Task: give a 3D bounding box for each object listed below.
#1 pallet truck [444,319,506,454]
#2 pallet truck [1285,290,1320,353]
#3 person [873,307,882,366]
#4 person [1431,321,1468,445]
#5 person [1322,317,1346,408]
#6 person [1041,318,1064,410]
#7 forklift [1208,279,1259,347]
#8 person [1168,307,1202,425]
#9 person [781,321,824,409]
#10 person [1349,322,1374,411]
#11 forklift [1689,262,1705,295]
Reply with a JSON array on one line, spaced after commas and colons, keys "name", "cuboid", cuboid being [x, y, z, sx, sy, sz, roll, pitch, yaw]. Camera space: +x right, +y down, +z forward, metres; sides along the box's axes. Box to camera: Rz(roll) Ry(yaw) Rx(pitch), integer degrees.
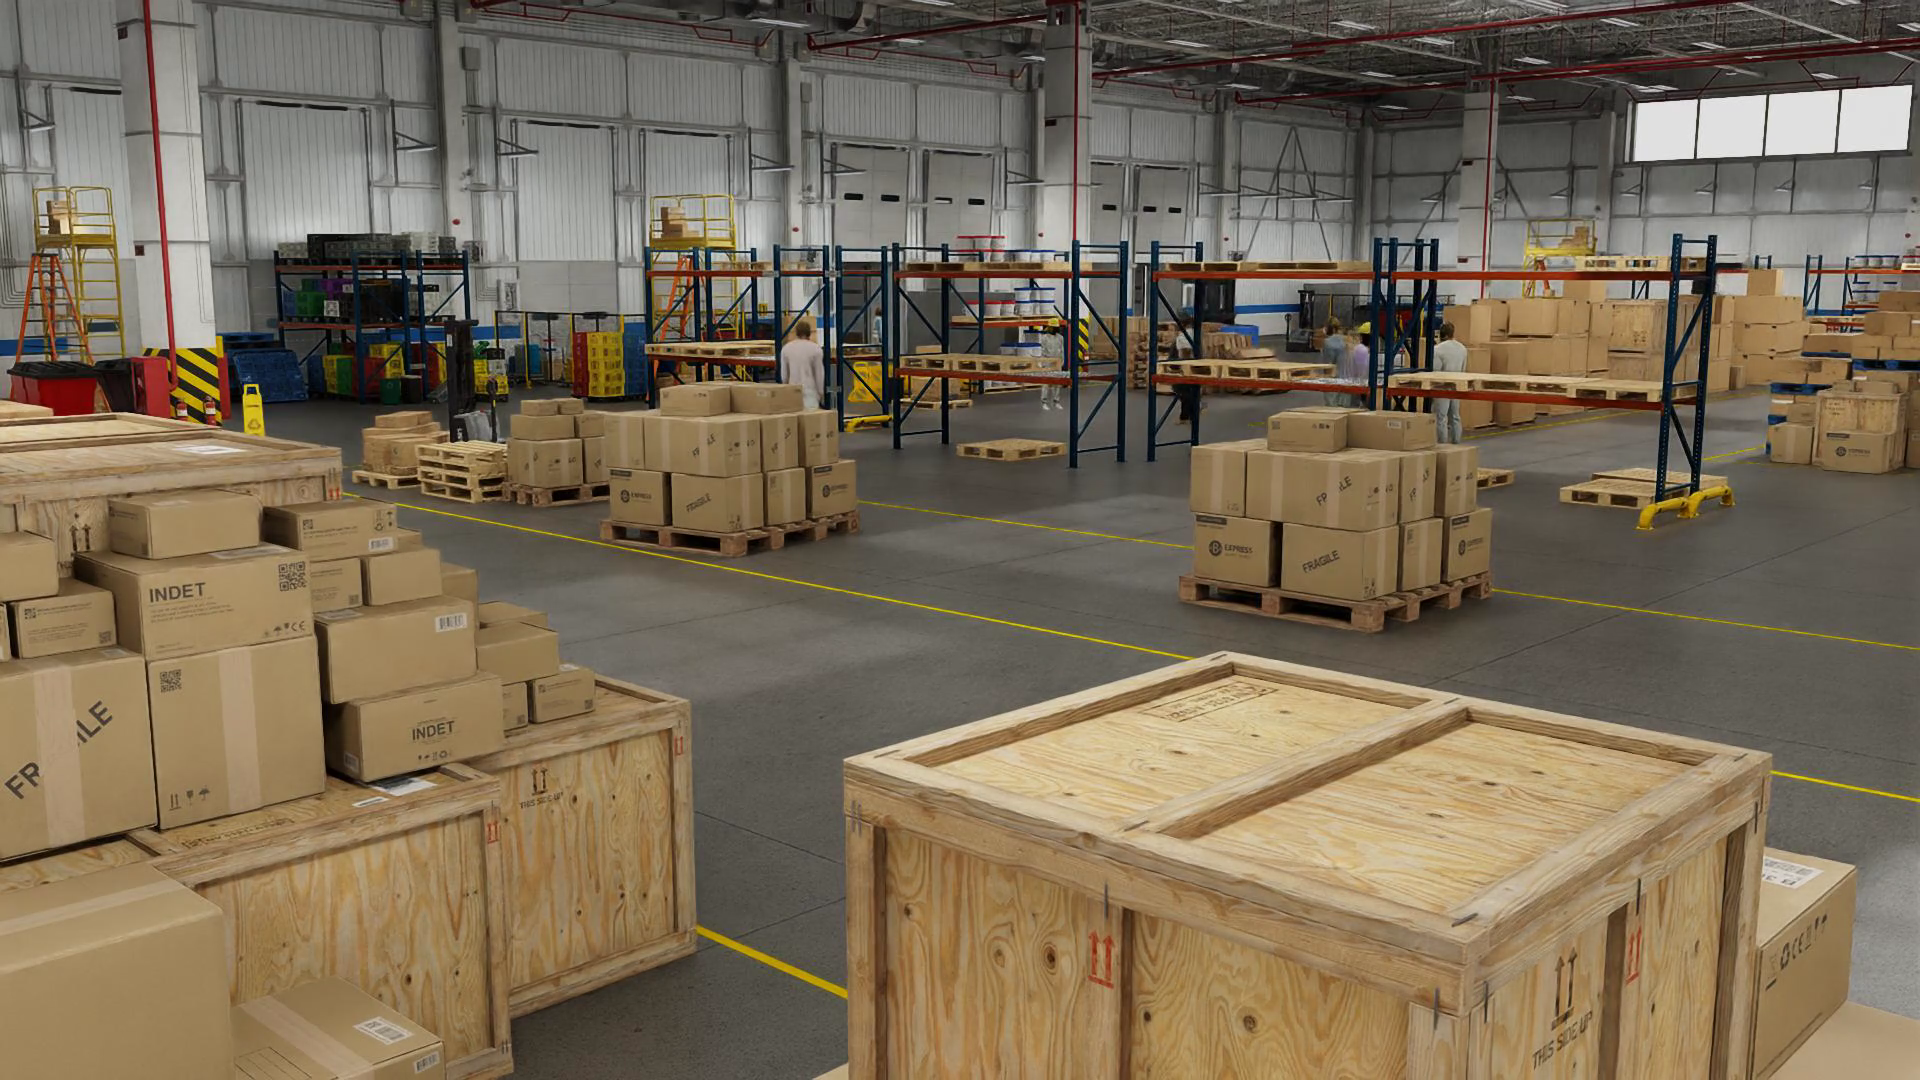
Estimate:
[{"name": "pallet truck", "cuboid": [-6.981, -1.942, 22.150, 1.885, 1.965, 0.823, 1, 9, 9]}, {"name": "pallet truck", "cuboid": [11.297, -6.951, 52.861, 1.885, 1.965, 0.823, -5, 11, -29]}, {"name": "person", "cuboid": [-2.177, -5.390, 44.424, 0.314, 1.632, 0.521, -1, 9, -7]}, {"name": "person", "cuboid": [6.790, -2.075, 23.190, 0.624, 1.932, 0.370, -6, 11, -31]}, {"name": "person", "cuboid": [5.698, -2.442, 25.447, 0.367, 1.932, 0.623, 5, 11, 28]}, {"name": "person", "cuboid": [1.759, -3.322, 31.416, 0.486, 1.738, 0.320, -5, 10, -26]}, {"name": "forklift", "cuboid": [7.279, -6.285, 46.080, 1.873, 2.768, 1.129, 9, 13, 43]}, {"name": "person", "cuboid": [3.774, -2.931, 28.083, 0.535, 2.000, 0.718, 2, 9, 12]}, {"name": "person", "cuboid": [-2.195, -2.095, 23.282, 0.629, 1.936, 0.371, 3, 10, 19]}, {"name": "person", "cuboid": [5.831, -2.266, 24.496, 0.923, 1.889, 0.593, 4, 10, 21]}, {"name": "forklift", "cuboid": [19.897, -6.102, 44.955, 1.873, 2.768, 1.129, 5, 10, 27]}]
